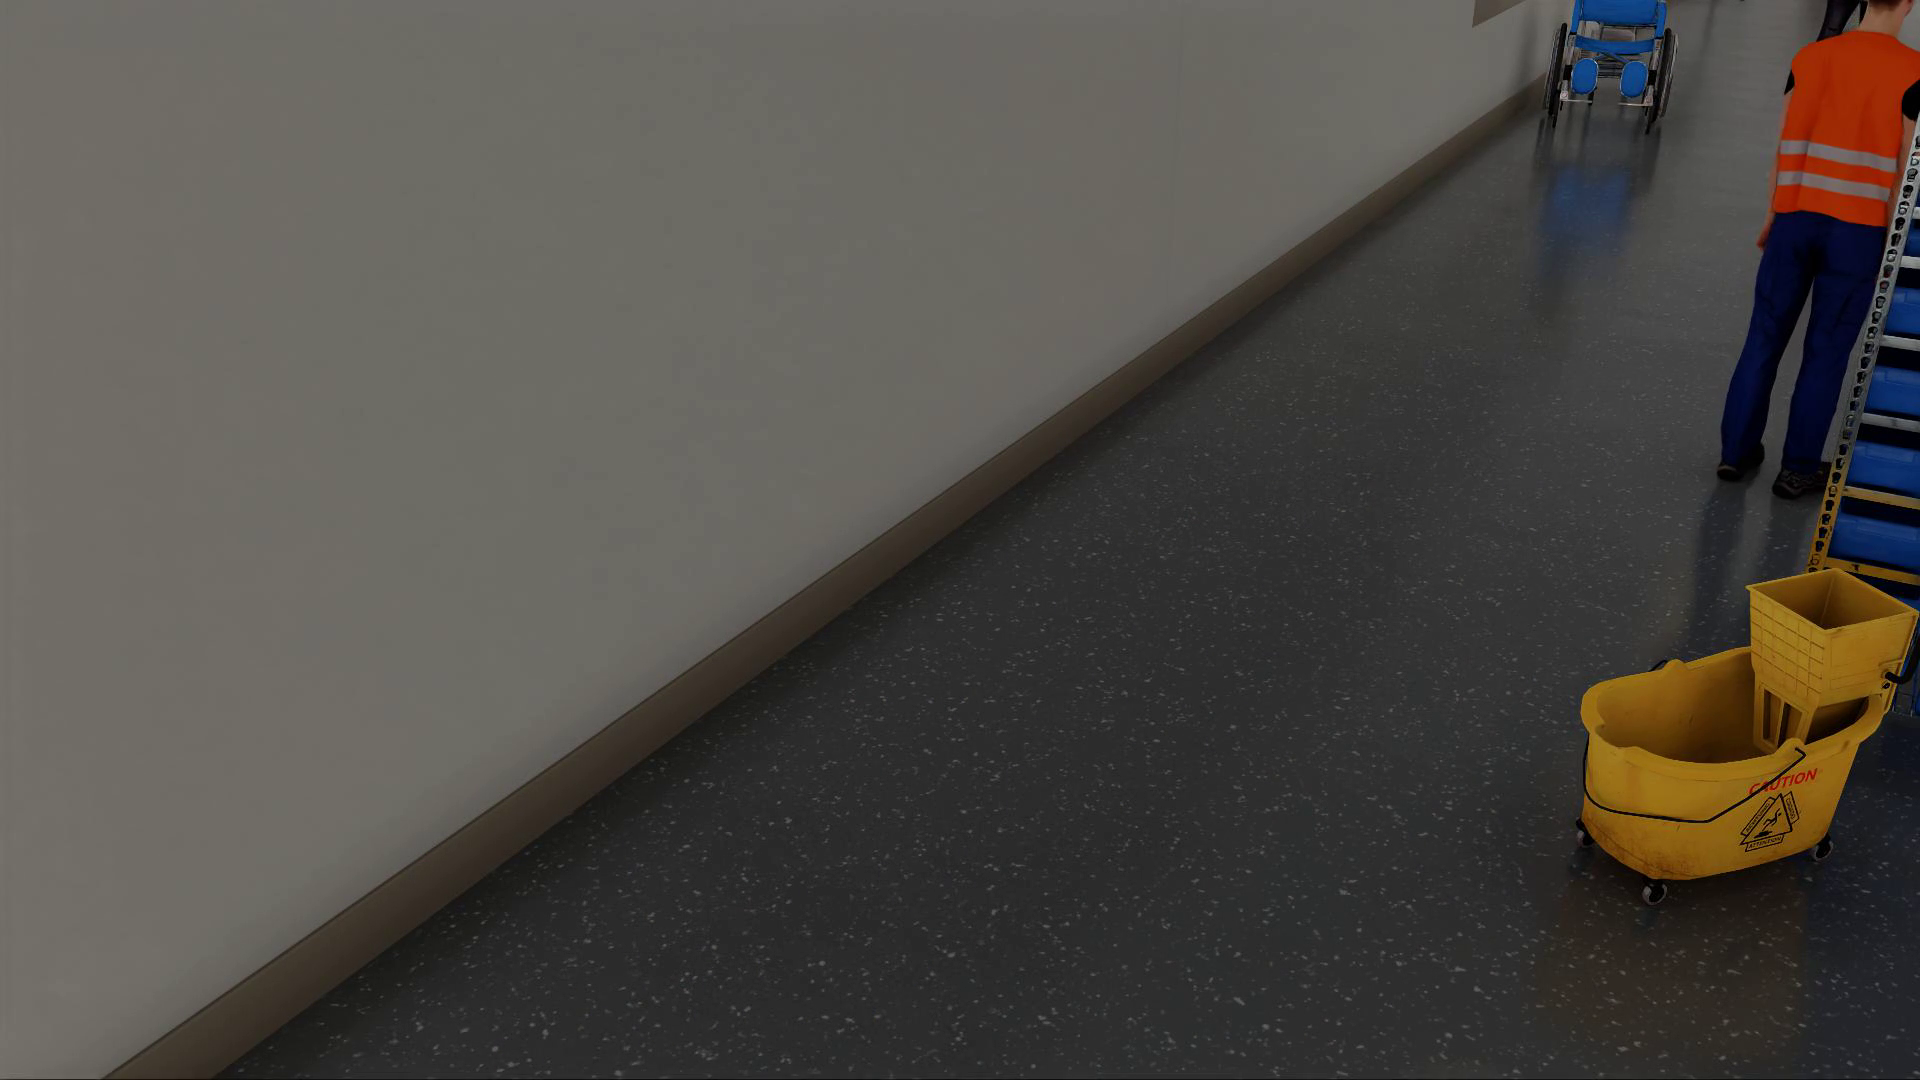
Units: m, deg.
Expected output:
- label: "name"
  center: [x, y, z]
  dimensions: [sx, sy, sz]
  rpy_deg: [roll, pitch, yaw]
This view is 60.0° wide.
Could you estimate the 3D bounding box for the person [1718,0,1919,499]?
- label: "person"
  center: [2.983, -1.072, 5.720]
  dimensions: [0.797, 1.878, 0.665]
  rpy_deg: [-23, 34, -39]
